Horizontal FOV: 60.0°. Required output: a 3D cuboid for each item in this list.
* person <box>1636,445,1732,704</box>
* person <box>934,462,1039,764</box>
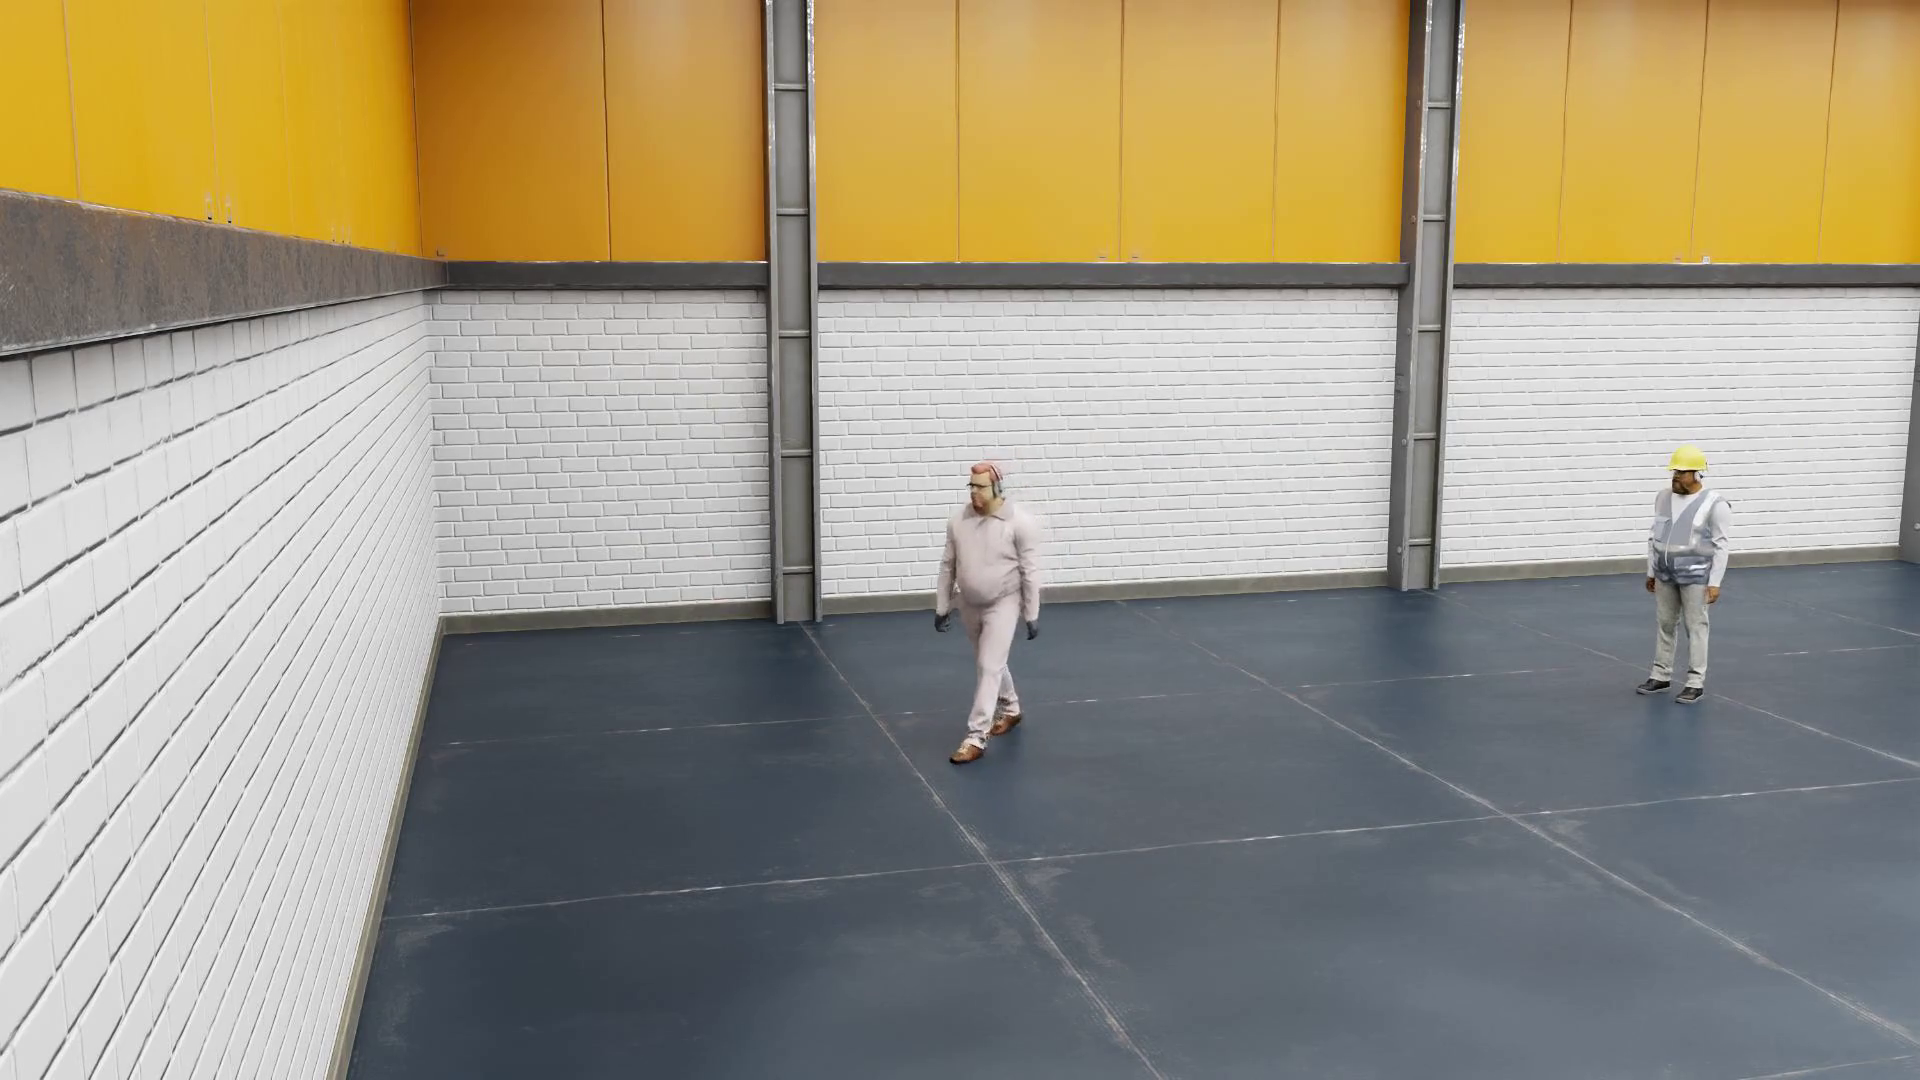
[{"bbox_3d":[5.120,0.237,11.792,0.404,1.829,0.600,-5,11,-31],"label":"person"},{"bbox_3d":[0.176,0.419,10.607,0.669,1.859,1.006,6,11,34],"label":"person"}]
